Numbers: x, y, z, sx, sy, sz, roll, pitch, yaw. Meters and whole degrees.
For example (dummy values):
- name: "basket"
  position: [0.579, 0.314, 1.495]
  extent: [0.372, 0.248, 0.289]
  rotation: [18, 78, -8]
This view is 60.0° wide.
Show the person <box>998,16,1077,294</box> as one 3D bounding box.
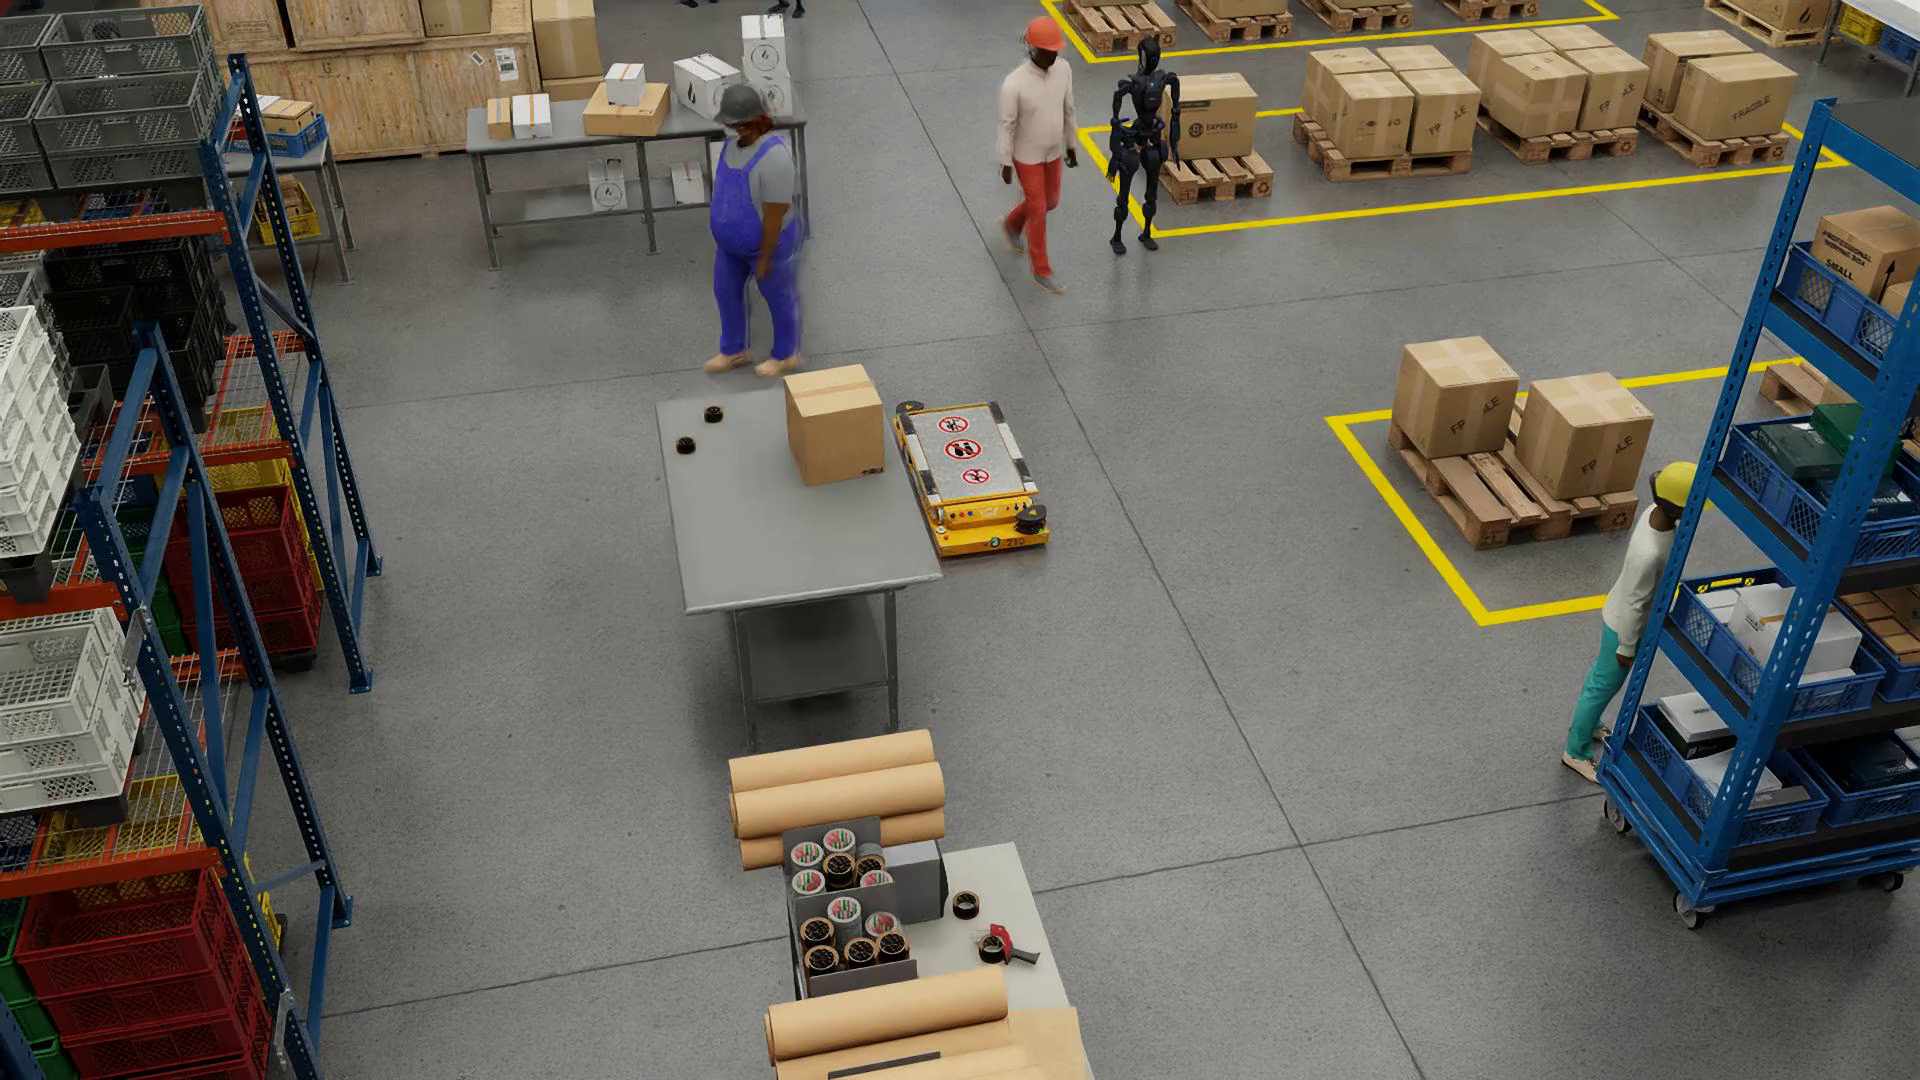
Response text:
- name: "person"
  position: [0.530, -2.805, 11.906]
  extent: [0.622, 1.970, 0.807]
  rotation: [-28, 45, -32]

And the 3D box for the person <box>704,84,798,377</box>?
- name: "person"
  position: [-1.402, -1.931, 10.666]
  extent: [0.711, 2.000, 0.690]
  rotation: [-26, 44, -30]

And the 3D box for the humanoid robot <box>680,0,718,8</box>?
- name: "humanoid robot"
  position: [-2.727, -6.254, 16.765]
  extent: [0.601, 1.659, 0.328]
  rotation: [-19, 41, -24]

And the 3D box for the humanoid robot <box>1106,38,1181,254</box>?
- name: "humanoid robot"
  position: [1.348, -2.895, 12.264]
  extent: [0.562, 1.650, 0.357]
  rotation: [-12, 38, -15]

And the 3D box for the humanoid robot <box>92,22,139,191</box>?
- name: "humanoid robot"
  position: [-6.193, -3.071, 12.492]
  extent: [0.327, 1.654, 0.591]
  rotation: [-22, 42, -27]

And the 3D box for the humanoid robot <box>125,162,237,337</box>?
- name: "humanoid robot"
  position: [-5.259, -2.081, 11.159]
  extent: [0.591, 1.657, 0.327]
  rotation: [5, 37, 6]

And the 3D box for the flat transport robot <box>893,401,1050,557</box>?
- name: "flat transport robot"
  position: [0.046, -0.430, 10.108]
  extent: [0.652, 0.197, 1.431]
  rotation: [-8, 37, -10]

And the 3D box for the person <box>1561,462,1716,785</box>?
- name: "person"
  position: [3.181, 0.372, 7.798]
  extent: [0.324, 1.766, 0.532]
  rotation: [18, 40, 22]

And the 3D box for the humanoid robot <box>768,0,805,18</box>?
- name: "humanoid robot"
  position: [-1.719, -6.011, 16.454]
  extent: [0.691, 1.647, 0.370]
  rotation: [14, 39, 17]
